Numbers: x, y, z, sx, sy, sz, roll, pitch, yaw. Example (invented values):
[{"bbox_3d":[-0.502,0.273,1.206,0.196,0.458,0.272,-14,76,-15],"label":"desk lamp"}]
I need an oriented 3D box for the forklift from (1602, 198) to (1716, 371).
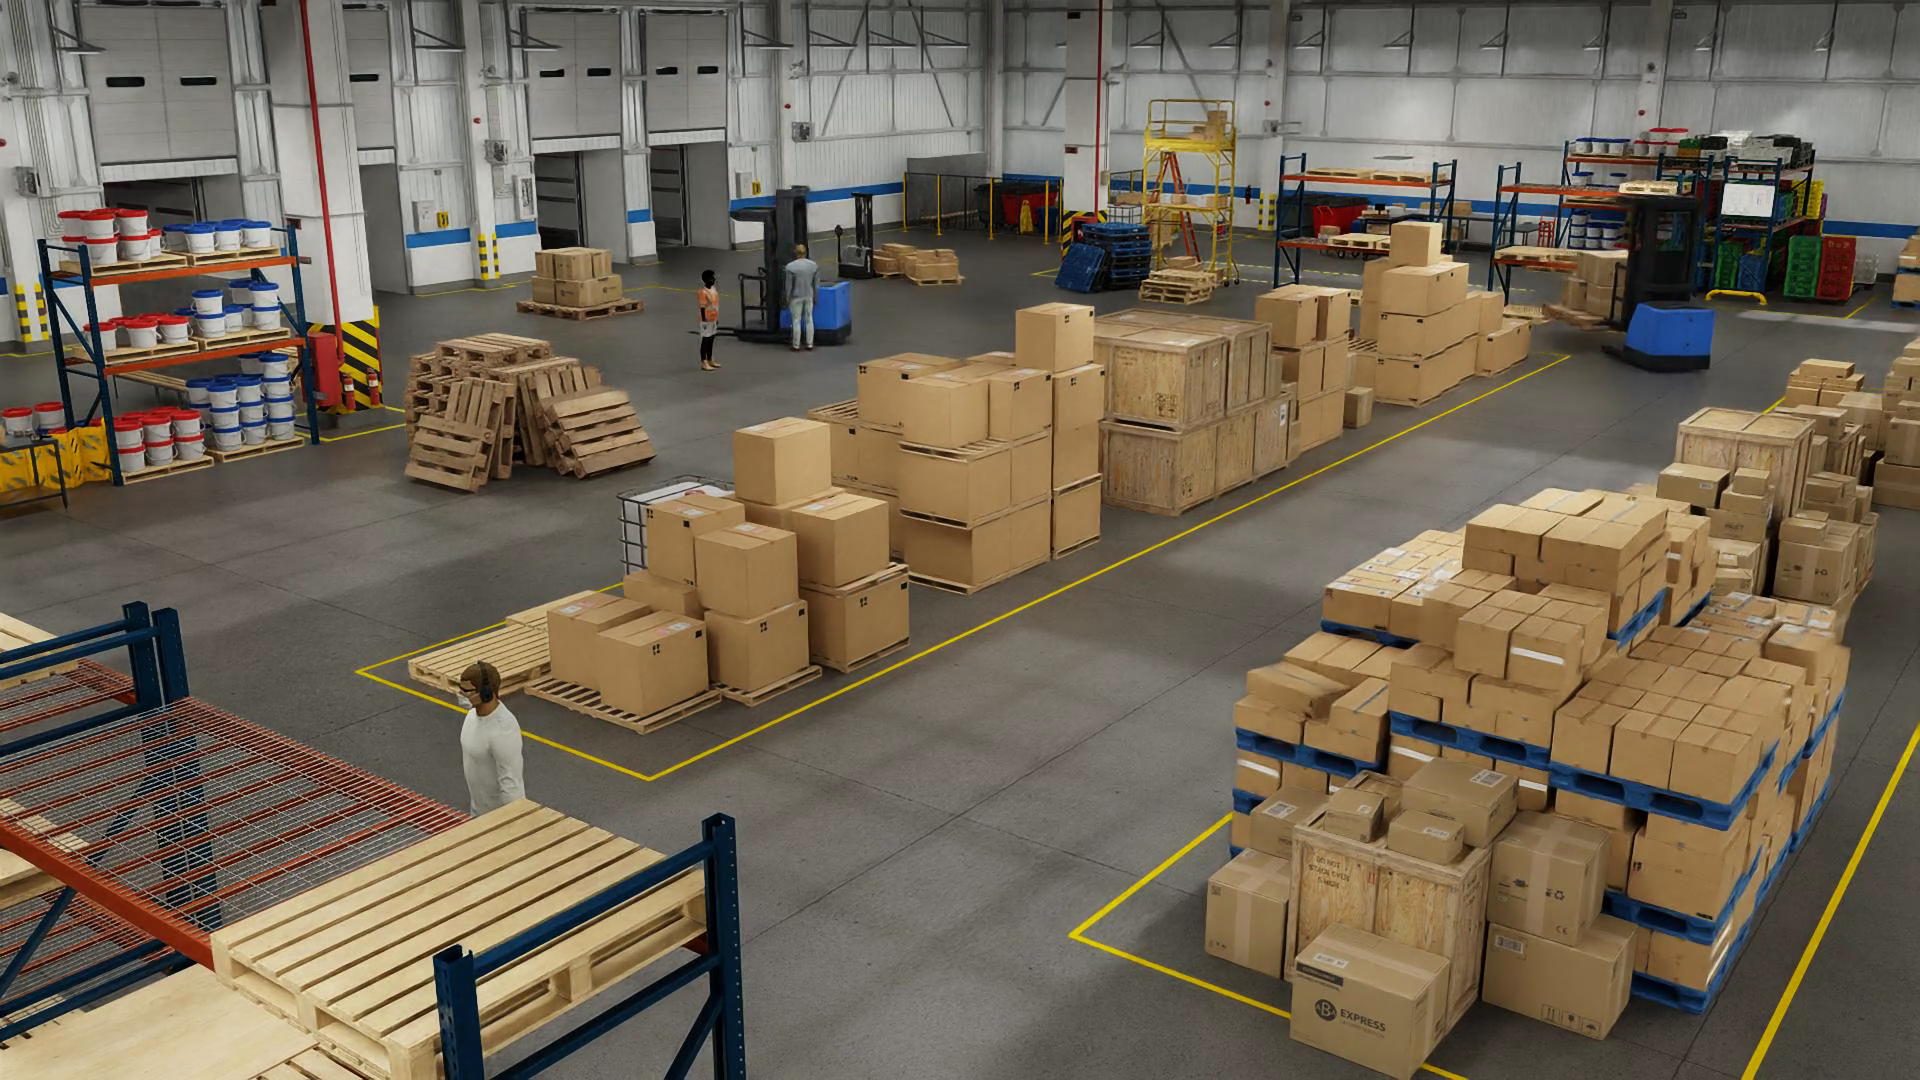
[{"bbox_3d":[12.028,-4.398,28.339,1.129,2.768,1.873,-1,17,-3],"label":"forklift"}]

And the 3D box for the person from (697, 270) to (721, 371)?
[{"bbox_3d":[-4.237,-3.719,28.105,0.318,1.695,0.540,5,17,16],"label":"person"}]

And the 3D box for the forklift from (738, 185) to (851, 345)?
[{"bbox_3d":[-3.048,-5.083,30.605,1.873,2.768,1.129,4,17,14],"label":"forklift"}]

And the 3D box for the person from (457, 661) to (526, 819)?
[{"bbox_3d":[-2.790,1.636,9.960,0.372,1.940,0.631,-11,20,-32],"label":"person"}]

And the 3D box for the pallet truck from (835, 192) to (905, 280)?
[{"bbox_3d":[-1.936,-7.159,38.982,1.885,1.965,0.823,-12,21,-34],"label":"pallet truck"}]

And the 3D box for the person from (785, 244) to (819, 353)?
[{"bbox_3d":[-2.813,-4.307,29.669,0.634,1.929,0.387,-9,19,-26],"label":"person"}]
